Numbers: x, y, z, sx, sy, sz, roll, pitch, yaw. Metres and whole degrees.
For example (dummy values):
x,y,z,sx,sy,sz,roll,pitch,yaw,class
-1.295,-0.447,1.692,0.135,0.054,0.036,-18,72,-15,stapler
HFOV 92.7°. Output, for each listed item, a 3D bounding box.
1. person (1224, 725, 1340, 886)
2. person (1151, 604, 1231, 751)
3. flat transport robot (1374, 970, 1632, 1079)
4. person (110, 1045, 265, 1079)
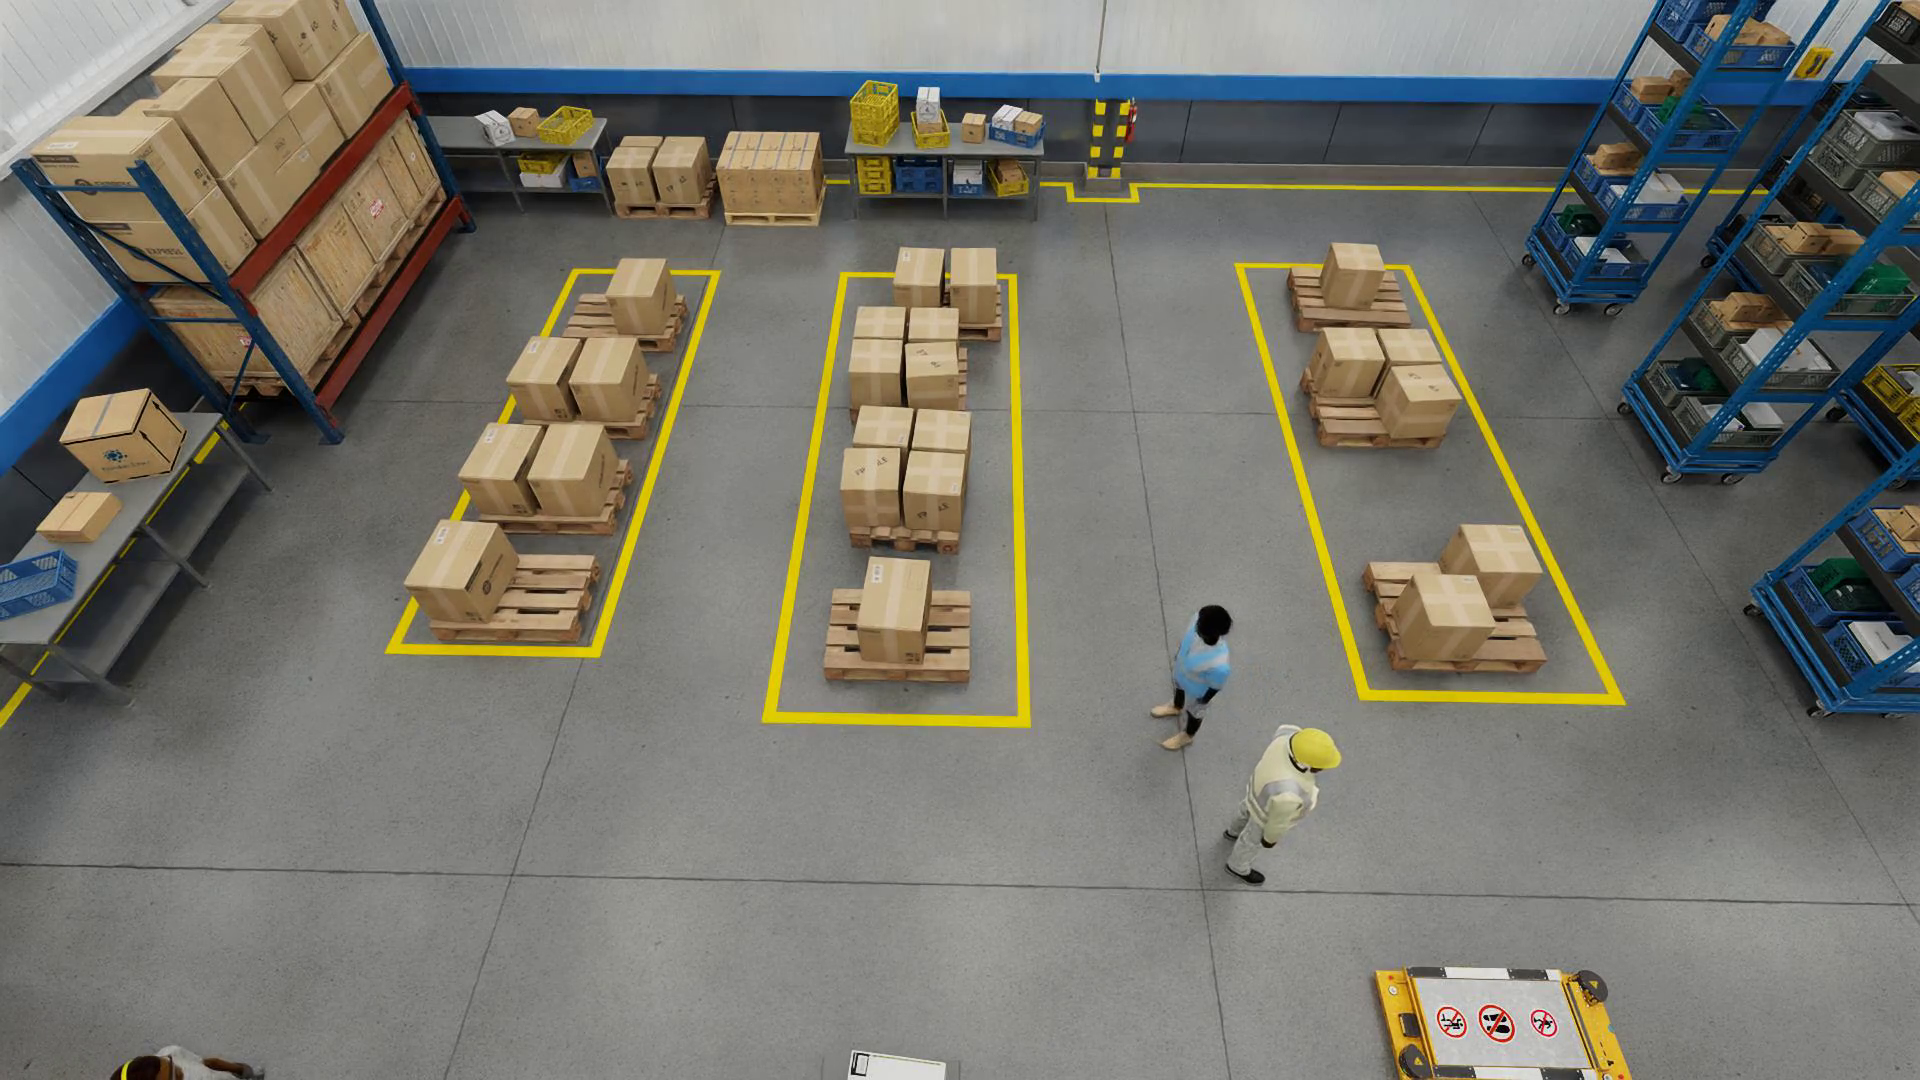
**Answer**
x,y,z,sx,sy,sz,roll,pitch,yaw,class
2.085,1.726,6.059,0.404,1.834,0.591,11,52,9,person
1.721,1.002,6.737,0.317,1.696,0.536,-9,51,-7,person
3.501,3.133,5.914,1.431,0.197,0.652,1,51,1,flat transport robot
-3.898,3.089,4.934,0.332,1.862,0.508,-20,54,-15,person
